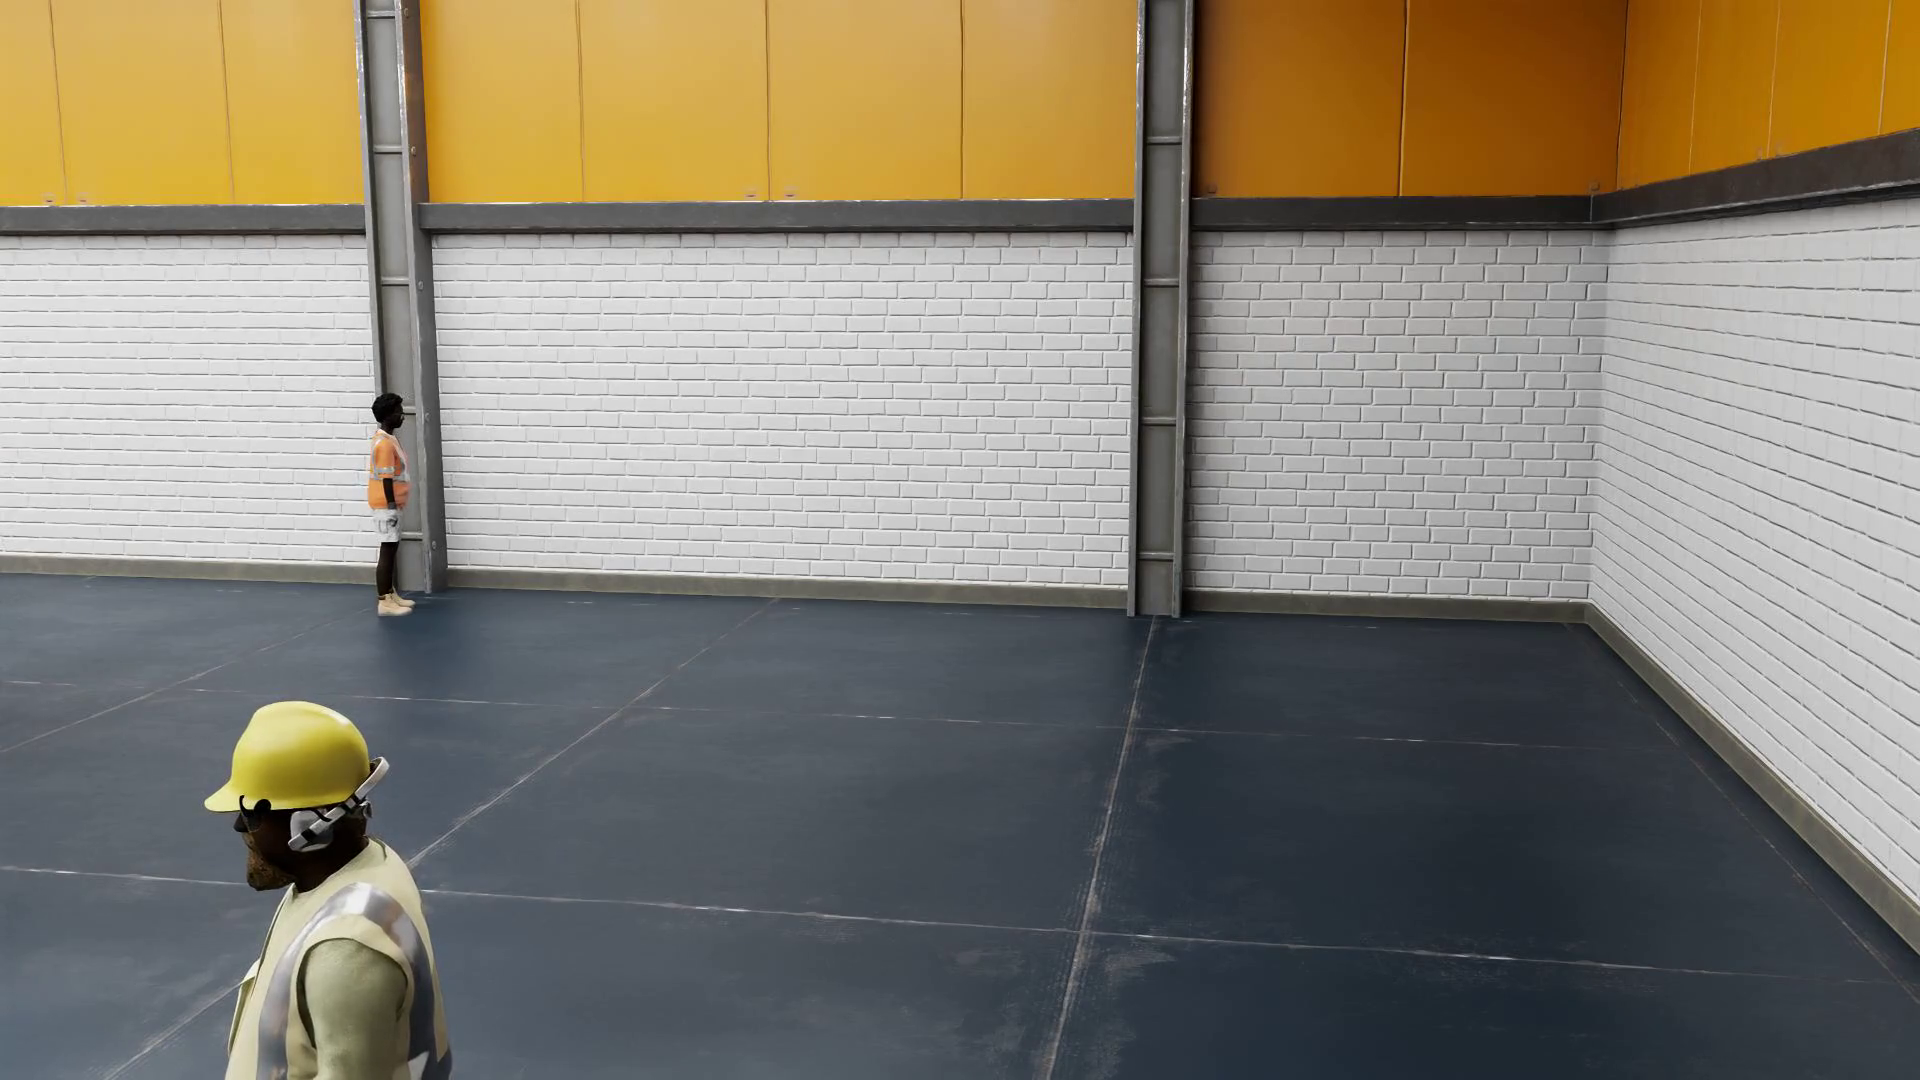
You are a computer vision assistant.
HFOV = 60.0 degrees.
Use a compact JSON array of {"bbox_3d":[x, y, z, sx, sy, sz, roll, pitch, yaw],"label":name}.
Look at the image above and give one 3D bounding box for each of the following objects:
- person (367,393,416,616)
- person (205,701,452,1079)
[{"bbox_3d":[-4.315,-0.269,12.592,0.321,1.689,0.530,-3,10,-18],"label":"person"},{"bbox_3d":[-1.168,1.196,3.154,0.403,1.825,0.591,-4,10,-22],"label":"person"}]
